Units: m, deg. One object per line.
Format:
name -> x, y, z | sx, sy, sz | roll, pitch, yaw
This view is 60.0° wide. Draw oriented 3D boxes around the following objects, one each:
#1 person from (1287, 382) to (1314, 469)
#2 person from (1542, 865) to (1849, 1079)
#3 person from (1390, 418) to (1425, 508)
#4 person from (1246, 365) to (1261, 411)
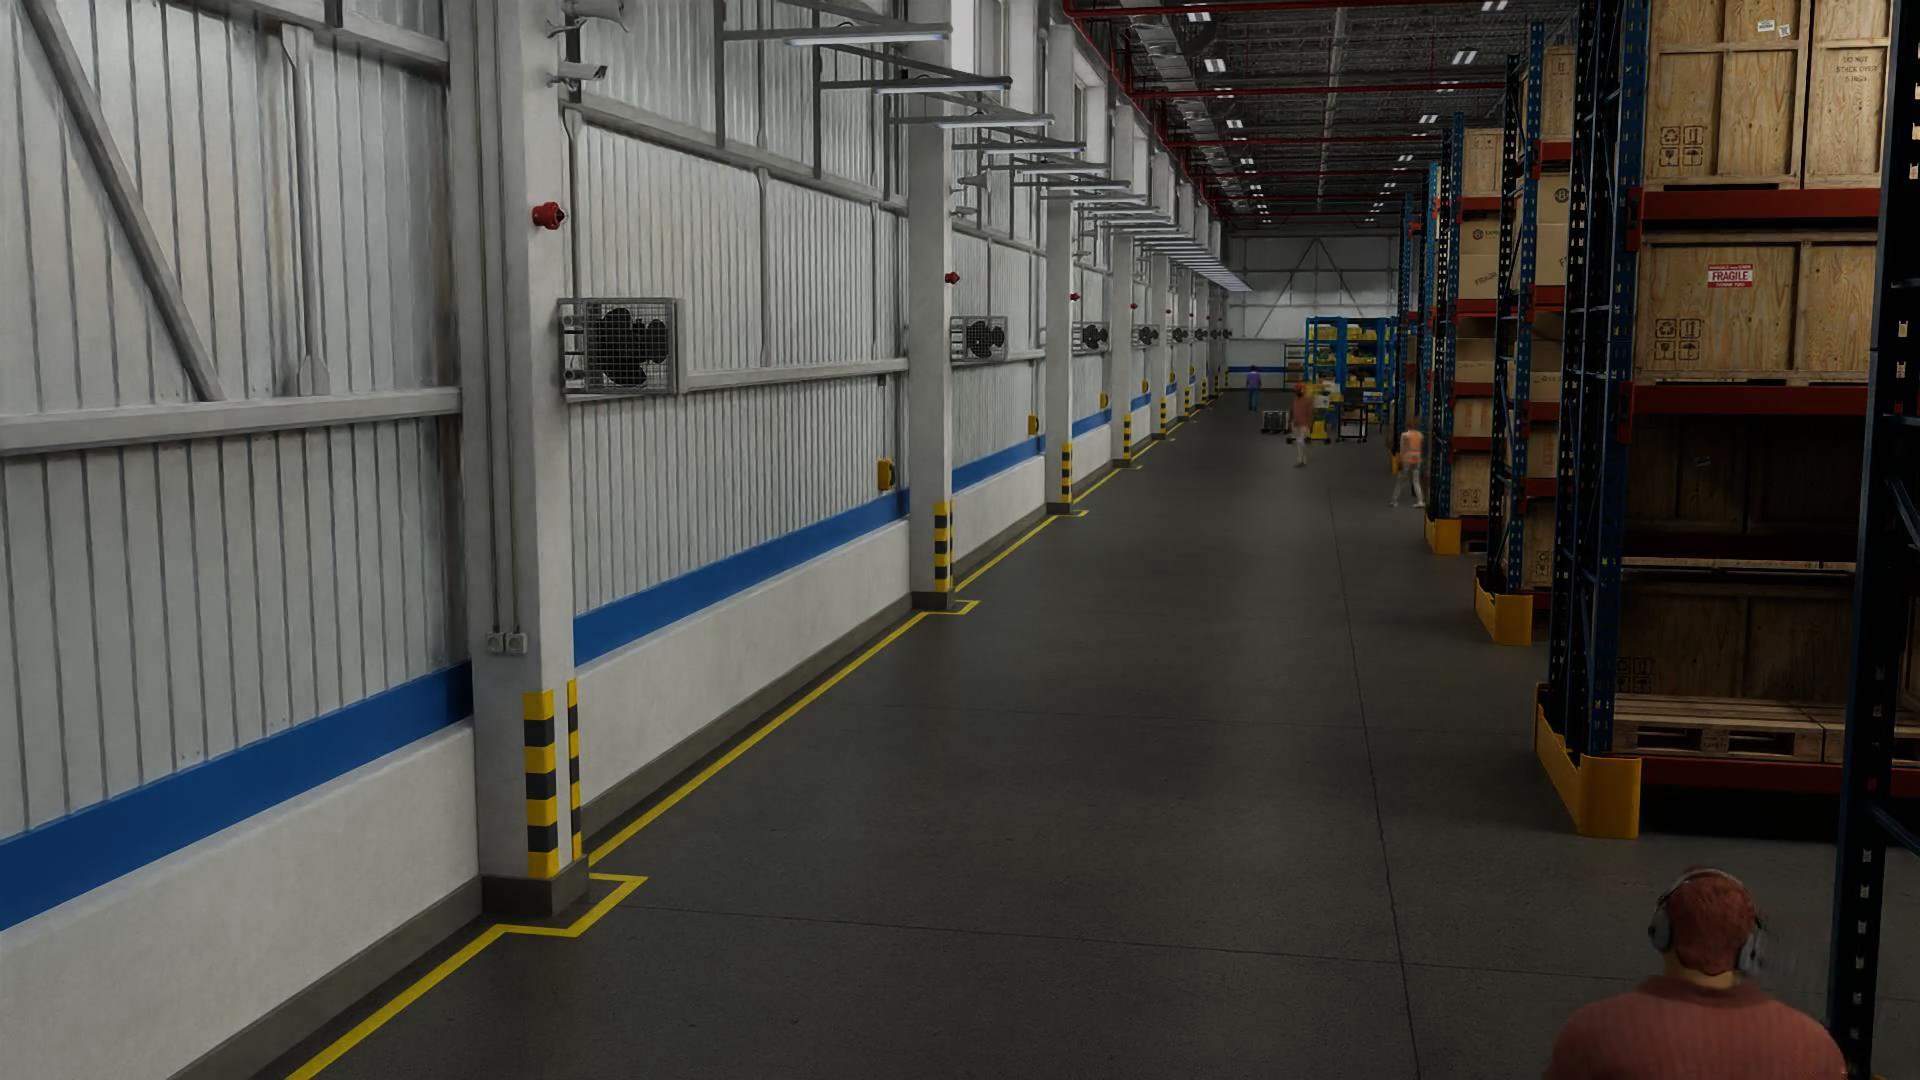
person -> 7.685, -2.594, 37.759 | 0.669, 1.967, 0.649 | -5, 9, -37
person -> 1.647, 1.697, 3.938 | 0.758, 1.840, 1.015 | 0, 7, 3
person -> 7.946, -1.354, 29.342 | 0.550, 1.603, 0.724 | -3, 8, -24
person -> 11.613, -6.012, 65.797 | 0.573, 1.808, 0.928 | 1, 7, 10
